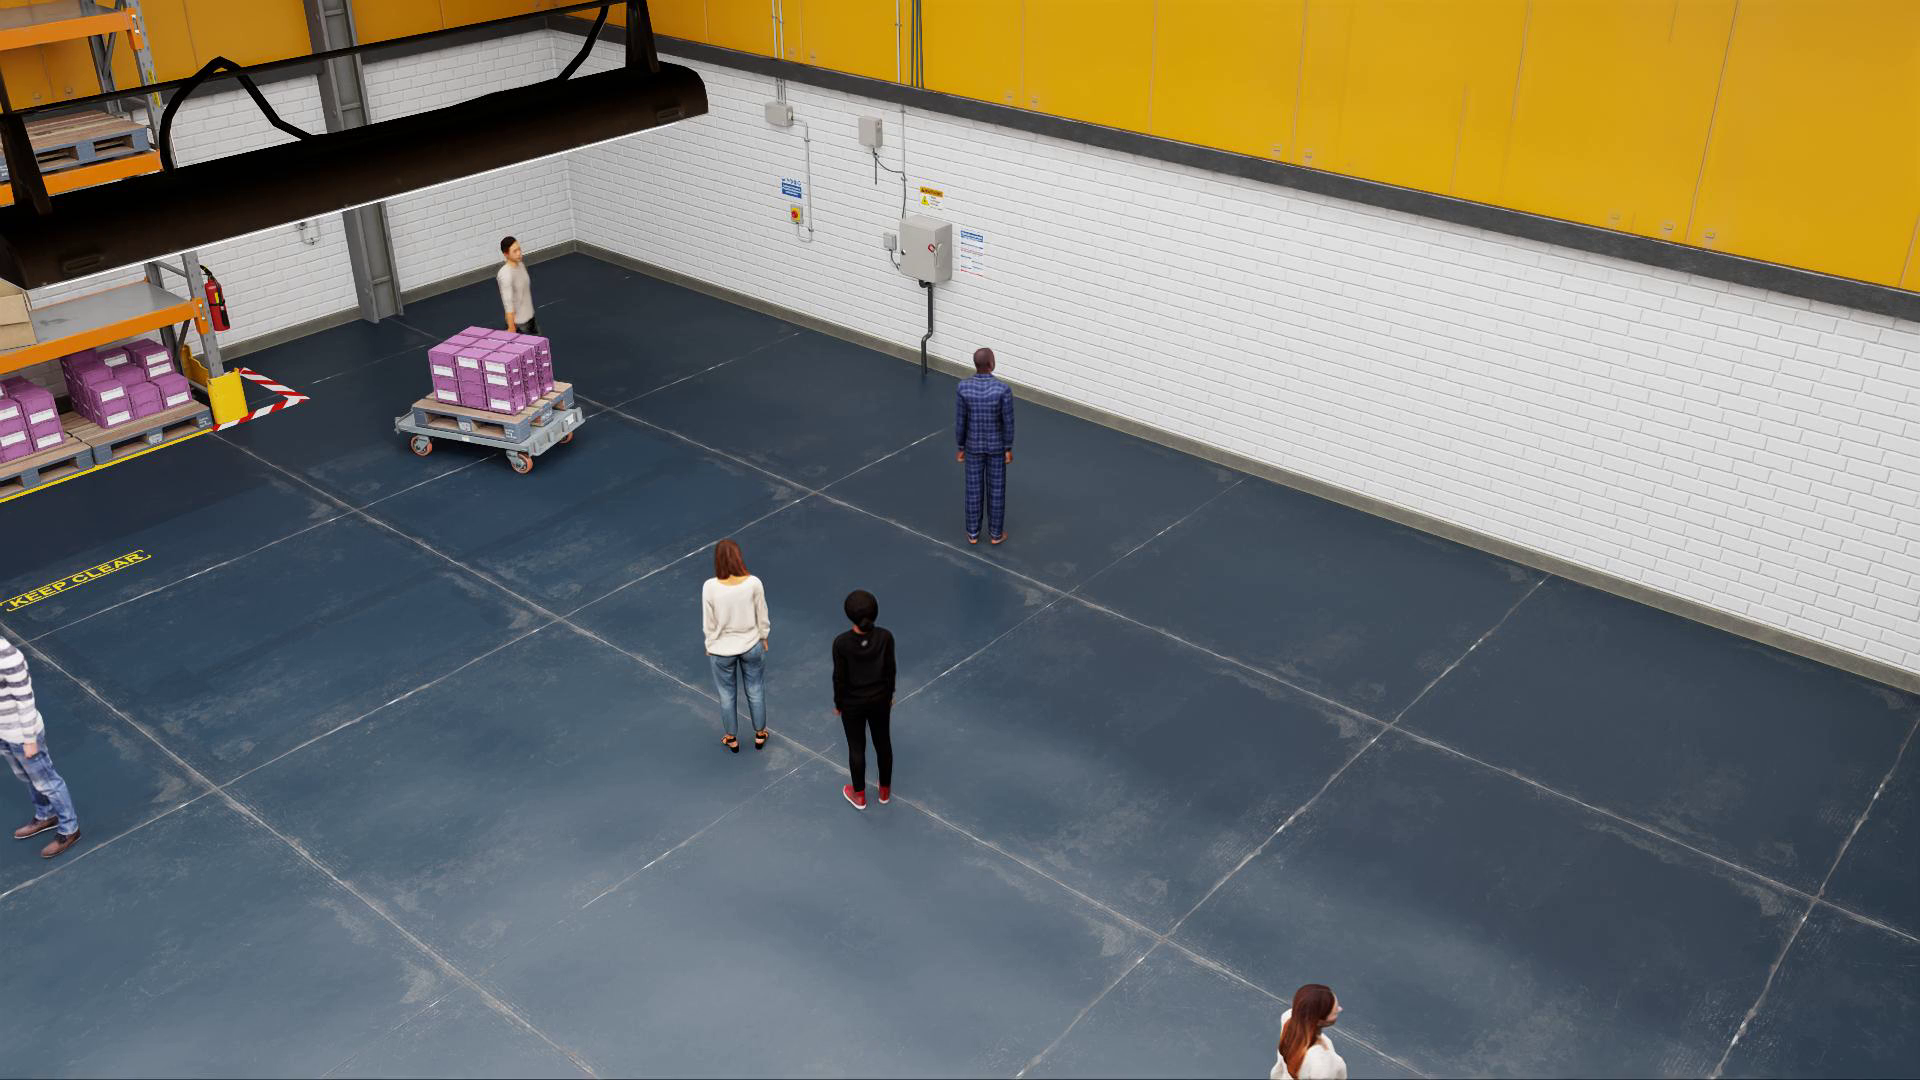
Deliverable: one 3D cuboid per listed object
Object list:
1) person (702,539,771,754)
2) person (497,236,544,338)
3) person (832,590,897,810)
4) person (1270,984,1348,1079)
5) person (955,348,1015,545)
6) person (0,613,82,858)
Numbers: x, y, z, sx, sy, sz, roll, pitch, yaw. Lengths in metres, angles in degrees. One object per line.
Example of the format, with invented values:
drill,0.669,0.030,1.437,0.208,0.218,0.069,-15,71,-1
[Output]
person,-1.581,0.752,11.746,0.681,1.680,0.763,-5,29,-9
person,-4.632,-2.261,17.169,1.087,1.777,1.137,3,29,5
person,-0.633,1.069,11.172,0.646,1.674,0.740,-8,30,-15
person,1.626,2.795,7.989,0.745,1.691,0.706,-6,29,-10
person,0.213,-0.813,14.464,0.768,1.825,0.775,5,29,9
person,-6.090,1.192,10.758,0.646,1.855,0.521,21,35,33
